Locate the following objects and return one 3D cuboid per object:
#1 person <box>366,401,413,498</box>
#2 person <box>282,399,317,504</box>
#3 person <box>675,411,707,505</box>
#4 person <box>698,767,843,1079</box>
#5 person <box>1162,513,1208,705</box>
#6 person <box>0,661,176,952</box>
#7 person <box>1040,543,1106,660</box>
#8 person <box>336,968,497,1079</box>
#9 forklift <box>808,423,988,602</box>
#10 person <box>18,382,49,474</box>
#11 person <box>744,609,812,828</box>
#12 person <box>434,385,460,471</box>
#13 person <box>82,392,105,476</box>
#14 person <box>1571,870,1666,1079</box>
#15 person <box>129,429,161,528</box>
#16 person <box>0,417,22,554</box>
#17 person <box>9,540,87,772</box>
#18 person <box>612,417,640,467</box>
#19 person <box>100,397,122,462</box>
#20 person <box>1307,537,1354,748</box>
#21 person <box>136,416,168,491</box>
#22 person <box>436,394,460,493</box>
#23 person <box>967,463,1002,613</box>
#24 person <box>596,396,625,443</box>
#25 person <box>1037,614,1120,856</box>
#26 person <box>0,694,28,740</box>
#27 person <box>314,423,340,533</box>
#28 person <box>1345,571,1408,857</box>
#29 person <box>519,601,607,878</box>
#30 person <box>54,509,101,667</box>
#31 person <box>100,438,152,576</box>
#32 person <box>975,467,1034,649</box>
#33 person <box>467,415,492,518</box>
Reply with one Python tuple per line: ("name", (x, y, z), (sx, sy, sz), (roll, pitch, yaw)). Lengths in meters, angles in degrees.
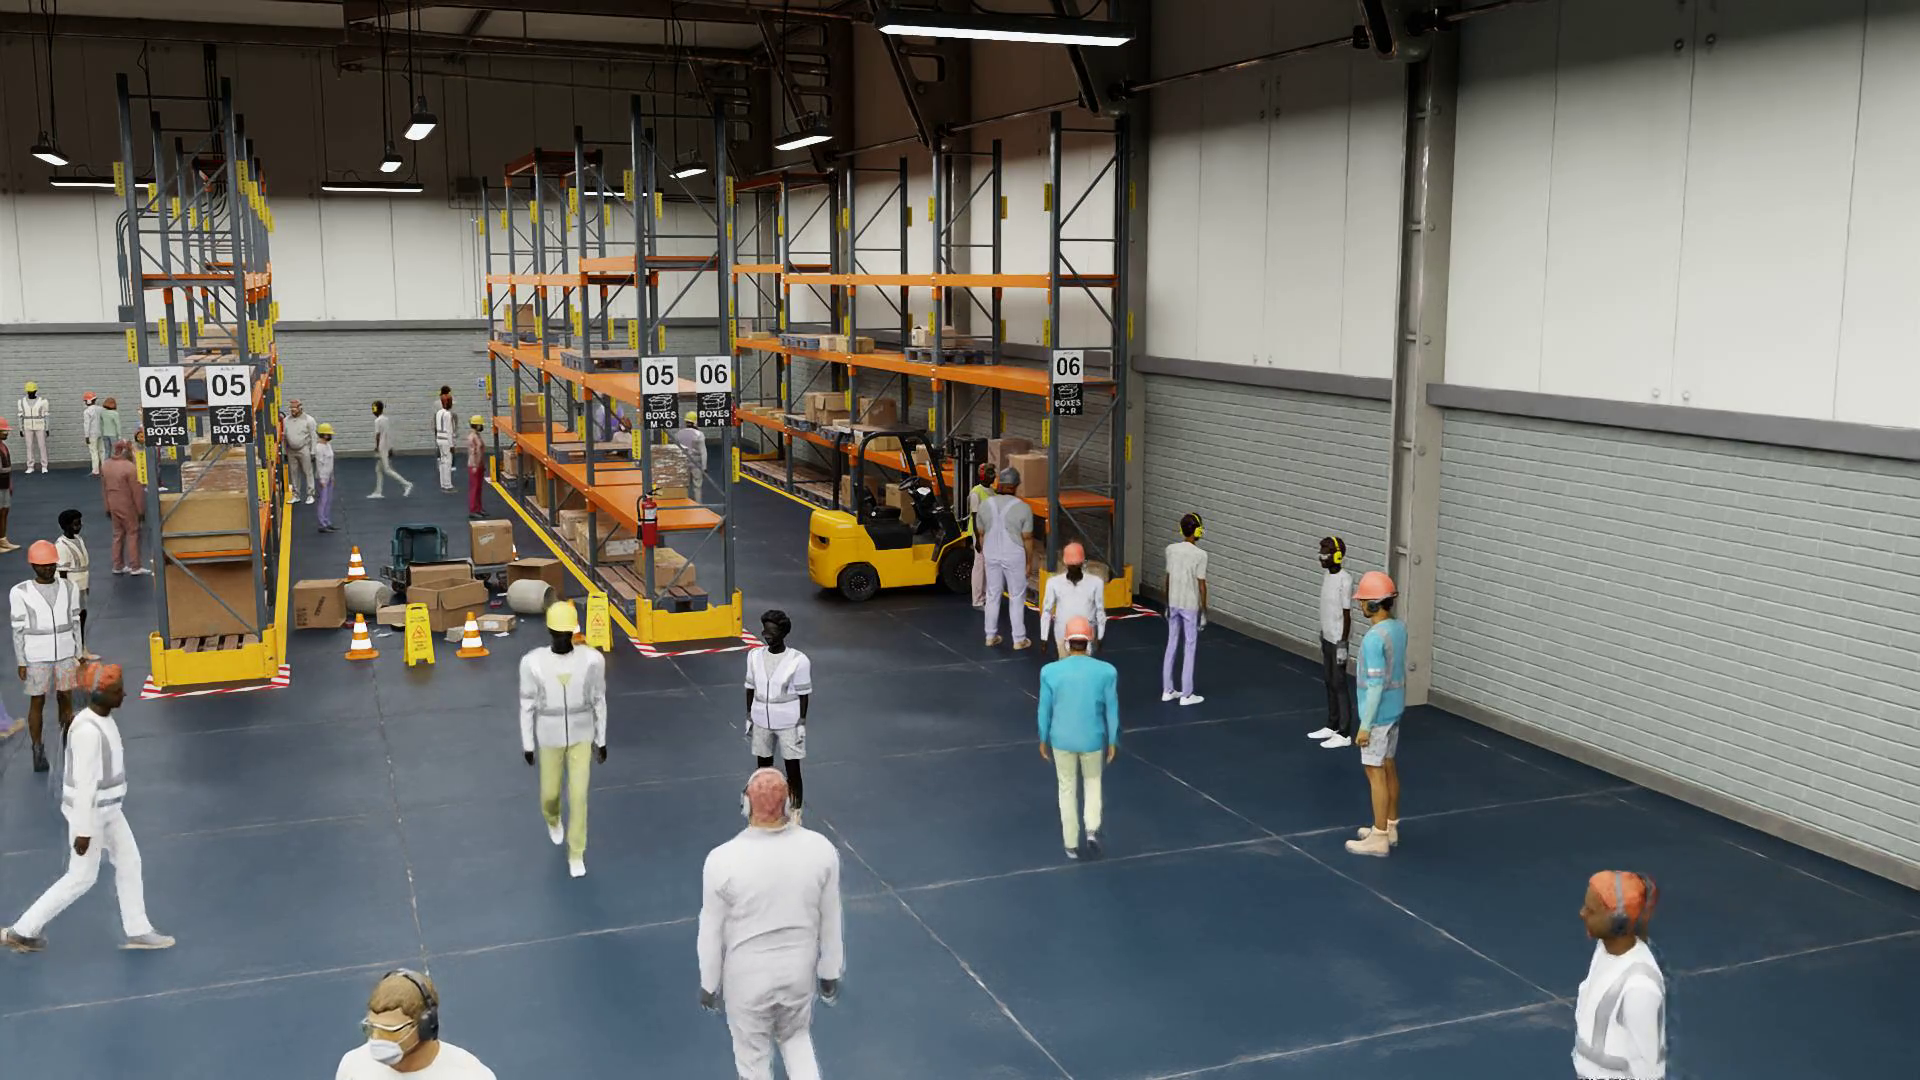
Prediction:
("person", (-10.634, -1.676, 30.908), (0.813, 1.827, 0.542), (0, 9, -1))
("person", (-11.959, -1.592, 30.091), (0.644, 1.907, 0.400), (2, 9, 11))
("person", (-4.556, -1.279, 28.349), (0.599, 1.830, 0.403), (4, 10, 25))
("person", (-0.871, 1.983, 7.640), (0.652, 1.889, 0.452), (-5, 10, -29))
("person", (2.183, 0.665, 16.057), (0.500, 1.860, 0.337), (9, 12, 43))
("person", (-5.298, 1.636, 9.988), (0.883, 1.848, 0.627), (-2, 9, -14))
("person", (1.035, 0.863, 15.279), (0.586, 1.701, 0.915), (1, 9, 9))
("person", (-1.746, 2.310, 5.426), (0.628, 1.939, 0.374), (3, 10, 18))
("forklift", (-0.830, -0.399, 21.676), (2.313, 2.155, 1.214), (-4, 10, -21))
("person", (-19.379, -2.354, 34.815), (0.587, 1.928, 0.362), (-3, 9, -17))
("person", (-1.351, 1.344, 12.266), (0.533, 1.697, 0.318), (3, 10, 19))
("person", (-10.799, -2.338, 34.969), (0.517, 1.853, 0.694), (0, 9, 1))
("person", (-17.884, -2.186, 34.341), (0.349, 1.743, 0.563), (2, 9, 11))
("person", (2.657, 2.186, 6.505), (0.835, 1.859, 0.573), (2, 9, 14))
("person", (-13.377, -1.005, 27.269), (0.518, 1.631, 0.316), (-5, 11, -31))
("person", (-14.273, -0.810, 24.773), (0.411, 2.035, 0.607), (-1, 9, -4))
("person", (-7.617, 0.957, 13.941), (0.361, 1.939, 0.542), (8, 12, 41))
("person", (-5.944, -1.382, 29.619), (0.509, 1.632, 0.267), (1, 9, 8))
("person", (-17.486, -2.123, 34.290), (0.502, 1.631, 0.285), (3, 10, 21))
("person", (3.289, 0.889, 14.629), (0.319, 1.862, 0.508), (-2, 9, -10))
("person", (-15.514, -1.742, 31.888), (0.501, 1.632, 0.280), (1, 9, 7))
("person", (-9.787, -1.835, 31.712), (0.358, 1.880, 0.575), (-6, 11, -35))
("person", (0.299, -0.039, 20.512), (0.389, 1.843, 0.566), (4, 10, 24))
("person", (-6.845, -2.009, 32.962), (0.705, 1.817, 0.655), (8, 12, 40))
("person", (0.834, 1.389, 11.847), (0.582, 1.735, 0.371), (-1, 9, -3))
("person", (-8.643, 0.931, 14.552), (0.539, 1.792, 0.922), (2, 9, 13))
("person", (-10.215, -1.001, 26.820), (0.330, 1.765, 0.532), (0, 9, -2))
("person", (2.960, 1.234, 11.882), (0.395, 2.038, 0.614), (6, 11, 32))
("person", (-2.759, 1.347, 11.601), (0.587, 1.908, 0.686), (-3, 9, -16))
("person", (-9.372, 0.507, 17.575), (0.325, 1.685, 0.539), (-1, 9, -8))
("person", (-11.500, -0.453, 22.942), (0.652, 1.905, 0.402), (4, 10, 24))
("person", (0.539, 0.185, 18.484), (0.680, 2.000, 0.535), (5, 10, 28))
("person", (-8.241, -1.261, 28.464), (0.332, 1.764, 0.531), (1, 9, 4))
